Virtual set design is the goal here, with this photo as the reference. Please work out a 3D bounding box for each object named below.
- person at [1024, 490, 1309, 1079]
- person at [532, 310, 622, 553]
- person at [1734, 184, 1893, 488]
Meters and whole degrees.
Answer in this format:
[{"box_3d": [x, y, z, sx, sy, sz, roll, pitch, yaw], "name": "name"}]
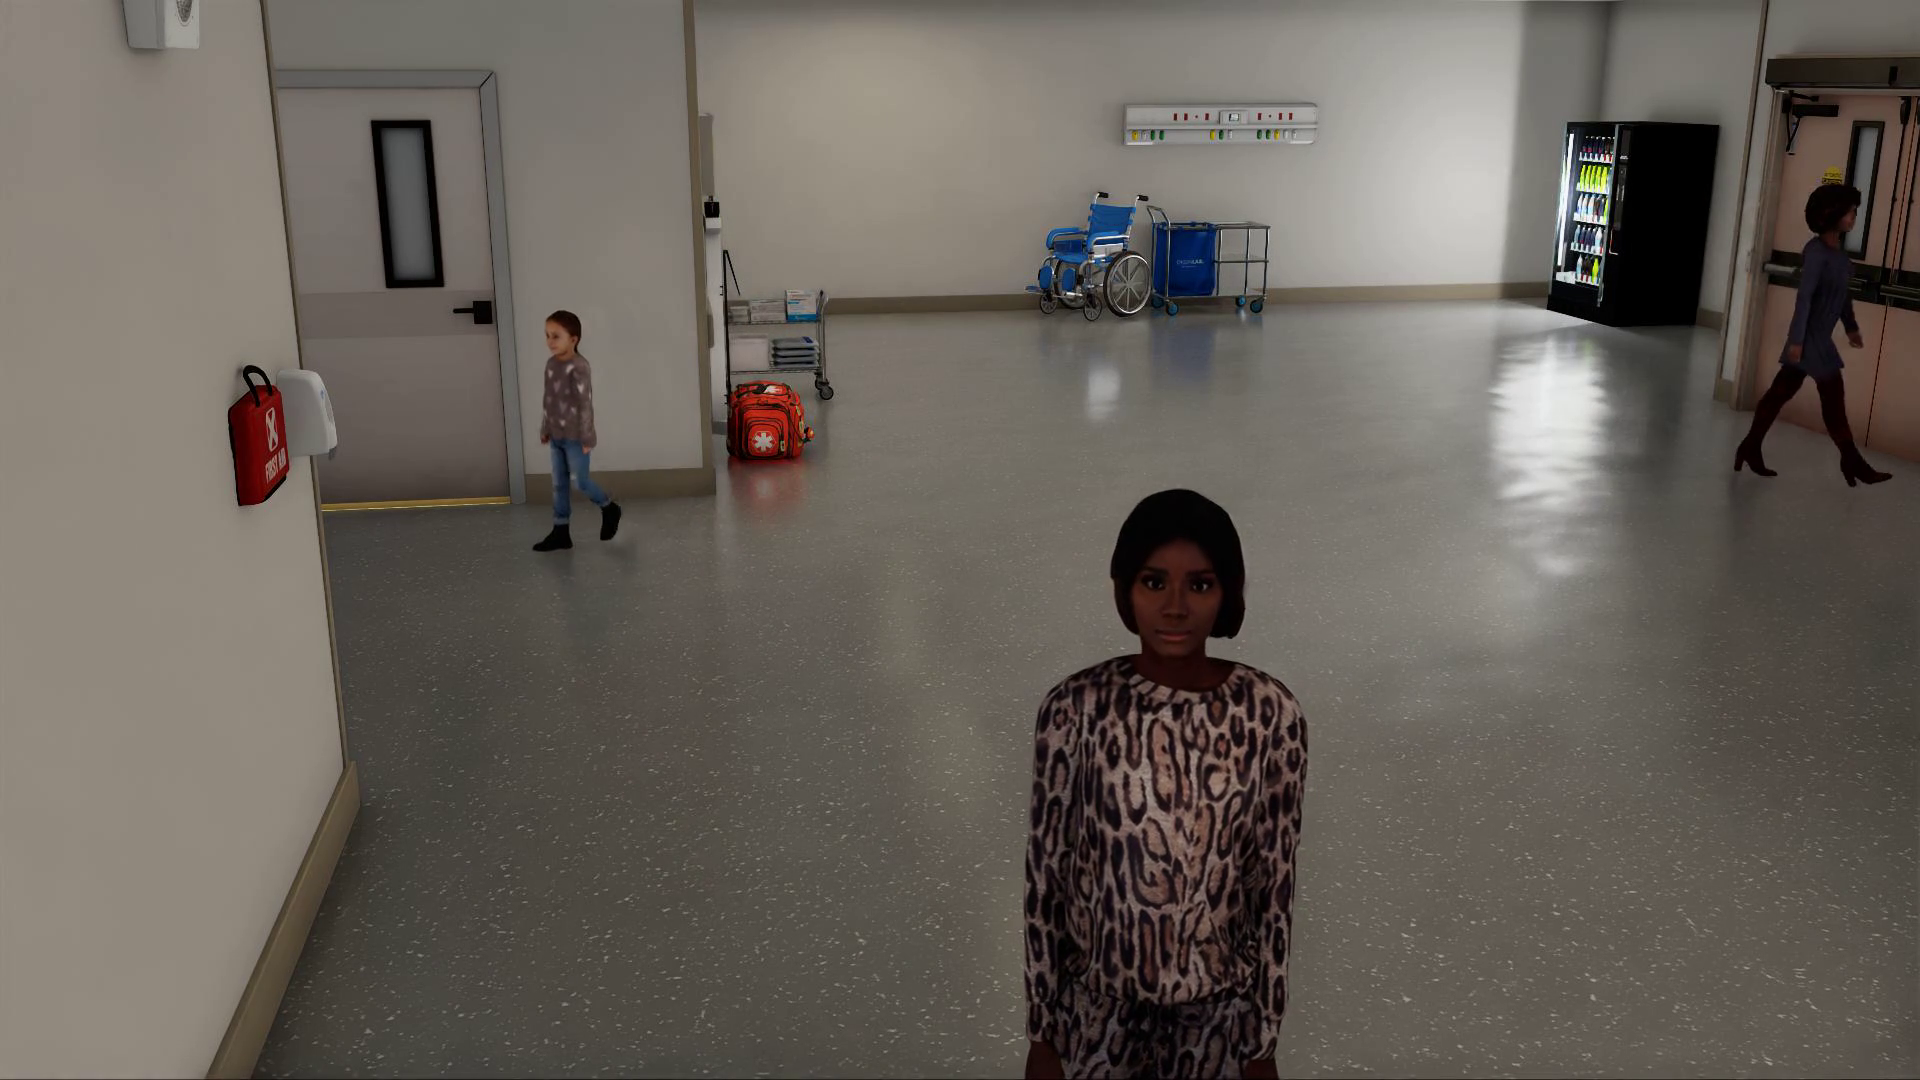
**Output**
[{"box_3d": [0.310, 0.761, 2.623, 0.646, 1.711, 0.665, 2, 16, 7], "name": "person"}, {"box_3d": [-1.894, -0.539, 8.198, 0.731, 1.188, 0.771, 13, 20, 39], "name": "person"}, {"box_3d": [4.724, -1.129, 9.400, 1.120, 1.672, 1.021, 12, 20, 37], "name": "person"}]
